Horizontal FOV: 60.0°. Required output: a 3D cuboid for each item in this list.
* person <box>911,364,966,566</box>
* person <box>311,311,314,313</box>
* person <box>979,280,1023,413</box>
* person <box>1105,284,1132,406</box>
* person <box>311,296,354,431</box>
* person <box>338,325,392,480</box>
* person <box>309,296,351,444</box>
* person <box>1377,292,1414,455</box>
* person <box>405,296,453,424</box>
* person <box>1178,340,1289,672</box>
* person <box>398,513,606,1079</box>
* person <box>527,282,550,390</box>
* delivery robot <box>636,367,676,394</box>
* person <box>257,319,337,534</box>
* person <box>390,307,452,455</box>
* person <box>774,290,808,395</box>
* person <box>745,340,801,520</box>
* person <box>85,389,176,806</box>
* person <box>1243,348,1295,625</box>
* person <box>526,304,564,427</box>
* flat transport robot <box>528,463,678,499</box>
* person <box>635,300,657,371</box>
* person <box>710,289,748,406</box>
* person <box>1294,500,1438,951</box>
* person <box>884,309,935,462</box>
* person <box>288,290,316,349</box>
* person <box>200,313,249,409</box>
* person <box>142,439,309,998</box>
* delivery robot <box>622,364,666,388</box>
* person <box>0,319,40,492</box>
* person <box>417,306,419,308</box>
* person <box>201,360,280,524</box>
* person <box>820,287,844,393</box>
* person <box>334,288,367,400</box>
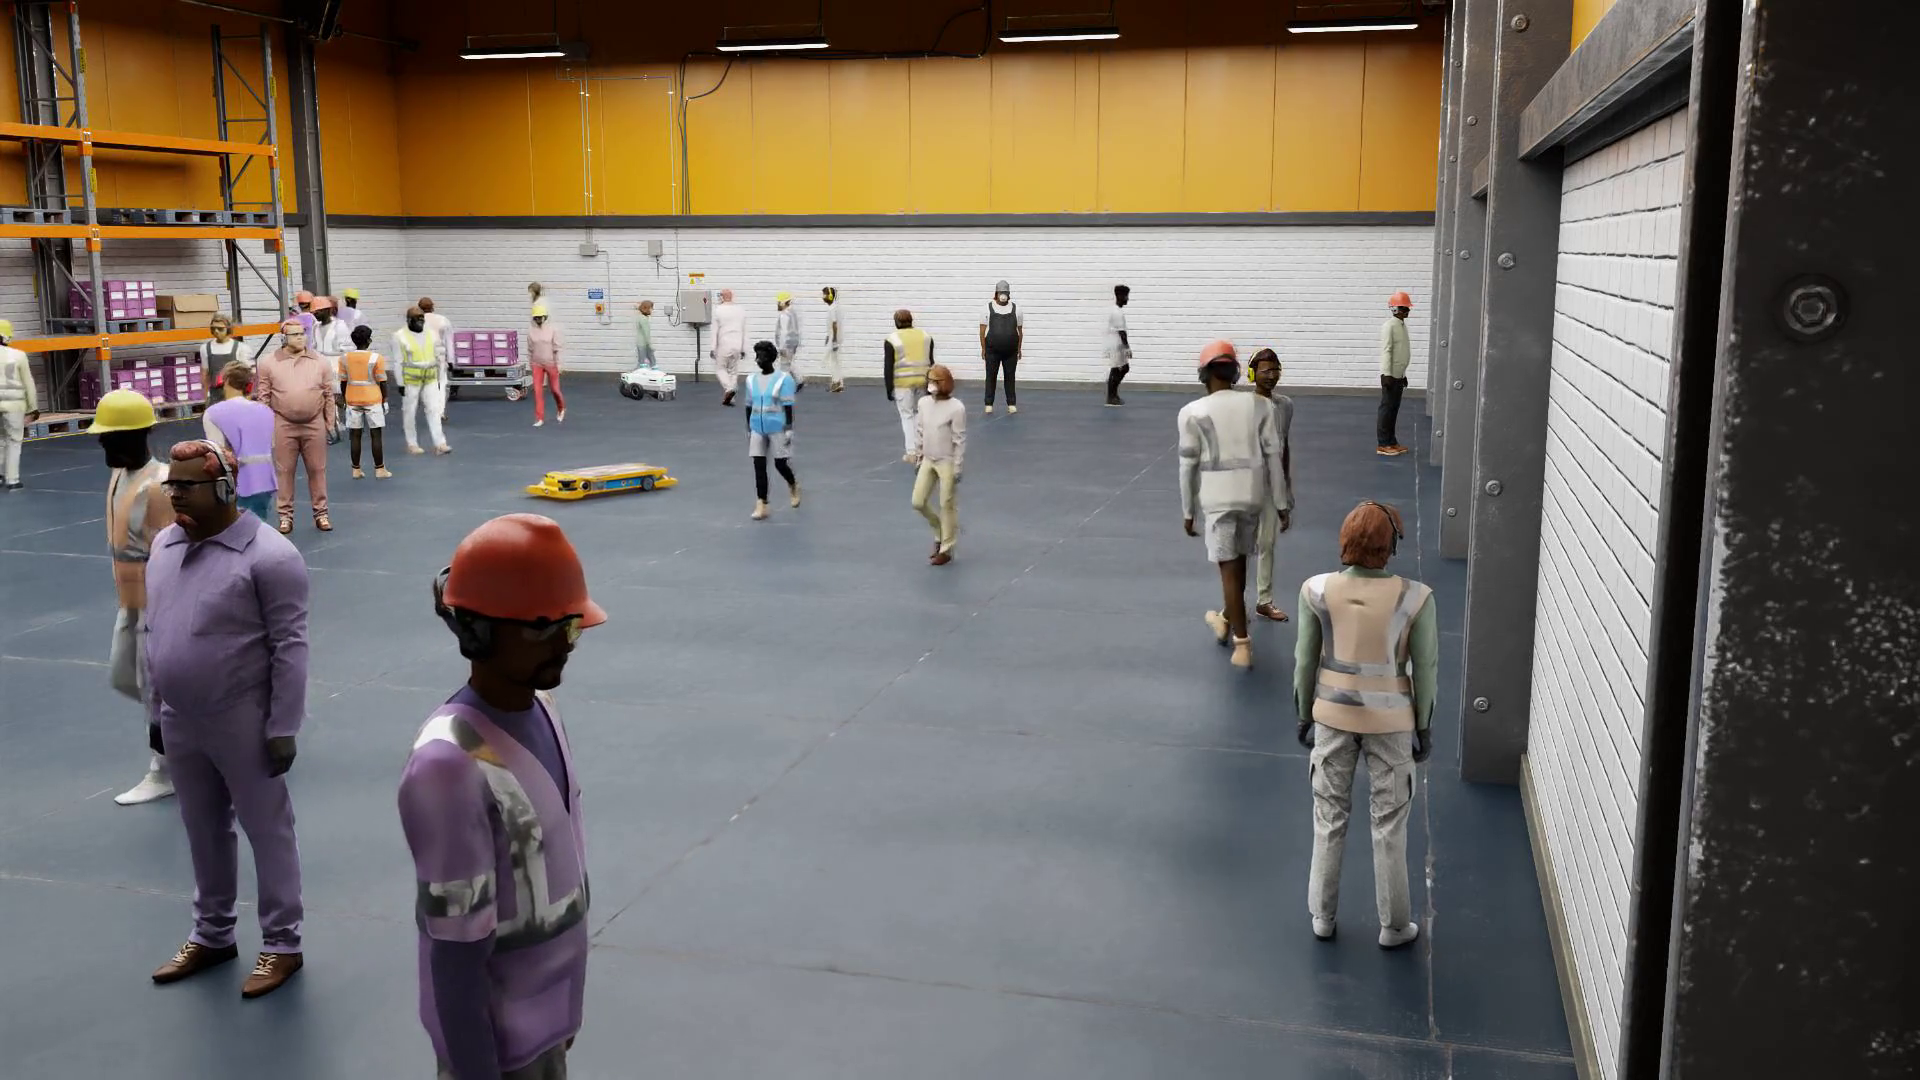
[{"bbox_3d":[-0.181,-0.597,13.294,0.528,1.618,0.341,9,13,40],"label":"person"},{"bbox_3d":[-10.121,-2.921,26.190,0.565,1.712,0.420,1,10,3],"label":"person"},{"bbox_3d":[0.650,-2.962,25.523,0.682,2.000,0.537,-1,10,-8],"label":"person"},{"bbox_3d":[2.533,-3.093,26.536,0.471,1.944,0.606,0,10,2],"label":"person"},{"bbox_3d":[-8.613,-2.437,23.022,0.592,1.866,0.571,5,11,28],"label":"person"},{"bbox_3d":[-6.515,-1.500,18.216,0.540,1.695,0.317,1,10,4],"label":"person"},{"bbox_3d":[-8.132,-2.197,21.551,0.573,1.915,0.492,3,11,18],"label":"person"},{"bbox_3d":[5.359,-2.047,20.467,0.379,1.996,0.609,7,12,34],"label":"person"},{"bbox_3d":[-7.671,-2.593,24.021,0.653,1.829,0.521,-4,11,-23],"label":"person"},{"bbox_3d":[1.644,-0.232,10.276,0.680,1.965,1.021,-2,10,-14],"label":"person"},{"bbox_3d":[-0.874,0.953,3.351,0.393,2.039,0.613,0,10,0],"label":"person"},{"bbox_3d":[-7.456,-3.611,29.522,0.463,1.923,0.647,-6,12,-31],"label":"person"},{"bbox_3d":[-5.054,-2.636,27.616,0.707,0.478,0.477,8,13,38],"label":"delivery robot"},{"bbox_3d":[-5.907,-1.011,14.856,0.651,1.908,0.409,-5,11,-26],"label":"person"},{"bbox_3d":[-6.555,-1.915,20.251,0.652,1.805,0.882,-9,13,-41],"label":"person"},{"bbox_3d":[-2.902,-3.286,28.002,0.457,1.819,0.607,1,10,7],"label":"person"},{"bbox_3d":[-1.775,-1.045,15.662,0.545,1.682,0.564,4,11,22],"label":"person"},{"bbox_3d":[-3.708,0.254,7.669,0.491,1.913,0.612,-10,14,-43],"label":"person"},{"bbox_3d":[2.044,-0.364,11.293,0.512,1.872,0.328,-4,11,-22],"label":"person"},{"bbox_3d":[-5.932,-2.518,23.866,0.527,1.746,0.760,1,10,4],"label":"person"},{"bbox_3d":[-3.704,-0.627,17.307,0.652,0.197,1.431,9,13,41],"label":"flat transport robot"},{"bbox_3d":[-5.547,-3.442,29.494,0.670,1.603,0.491,-1,10,-5],"label":"person"},{"bbox_3d":[-3.678,-3.061,26.539,0.682,1.874,0.523,-7,12,-36],"label":"person"},{"bbox_3d":[1.467,0.676,6.053,0.514,1.642,0.314,5,11,26],"label":"person"},{"bbox_3d":[-0.621,-1.844,19.847,0.646,1.810,0.664,-5,11,-25],"label":"person"},{"bbox_3d":[-9.388,-2.631,23.979,0.570,1.926,0.550,0,10,0],"label":"person"},{"bbox_3d":[-7.991,-1.546,18.116,0.504,1.833,0.394,-2,10,-9],"label":"person"},{"bbox_3d":[-2.535,0.607,5.690,0.638,1.911,0.406,4,11,20],"label":"person"},{"bbox_3d":[-5.344,-2.727,28.130,0.707,0.478,0.477,-5,11,-26],"label":"delivery robot"},{"bbox_3d":[-9.948,-1.398,17.334,0.595,1.802,0.450,-1,10,-5],"label":"person"},{"bbox_3d":[-8.626,-2.916,26.539,0.599,1.598,0.617,-3,11,-19],"label":"person"},{"bbox_3d":[-4.719,-0.267,10.932,0.449,1.804,0.687,3,11,19],"label":"person"},{"bbox_3d":[-2.242,-3.494,29.091,0.460,1.852,0.536,0,10,3],"label":"person"},{"bbox_3d":[-9.772,-3.080,26.597,0.588,1.898,0.724,0,10,1],"label":"person"}]
